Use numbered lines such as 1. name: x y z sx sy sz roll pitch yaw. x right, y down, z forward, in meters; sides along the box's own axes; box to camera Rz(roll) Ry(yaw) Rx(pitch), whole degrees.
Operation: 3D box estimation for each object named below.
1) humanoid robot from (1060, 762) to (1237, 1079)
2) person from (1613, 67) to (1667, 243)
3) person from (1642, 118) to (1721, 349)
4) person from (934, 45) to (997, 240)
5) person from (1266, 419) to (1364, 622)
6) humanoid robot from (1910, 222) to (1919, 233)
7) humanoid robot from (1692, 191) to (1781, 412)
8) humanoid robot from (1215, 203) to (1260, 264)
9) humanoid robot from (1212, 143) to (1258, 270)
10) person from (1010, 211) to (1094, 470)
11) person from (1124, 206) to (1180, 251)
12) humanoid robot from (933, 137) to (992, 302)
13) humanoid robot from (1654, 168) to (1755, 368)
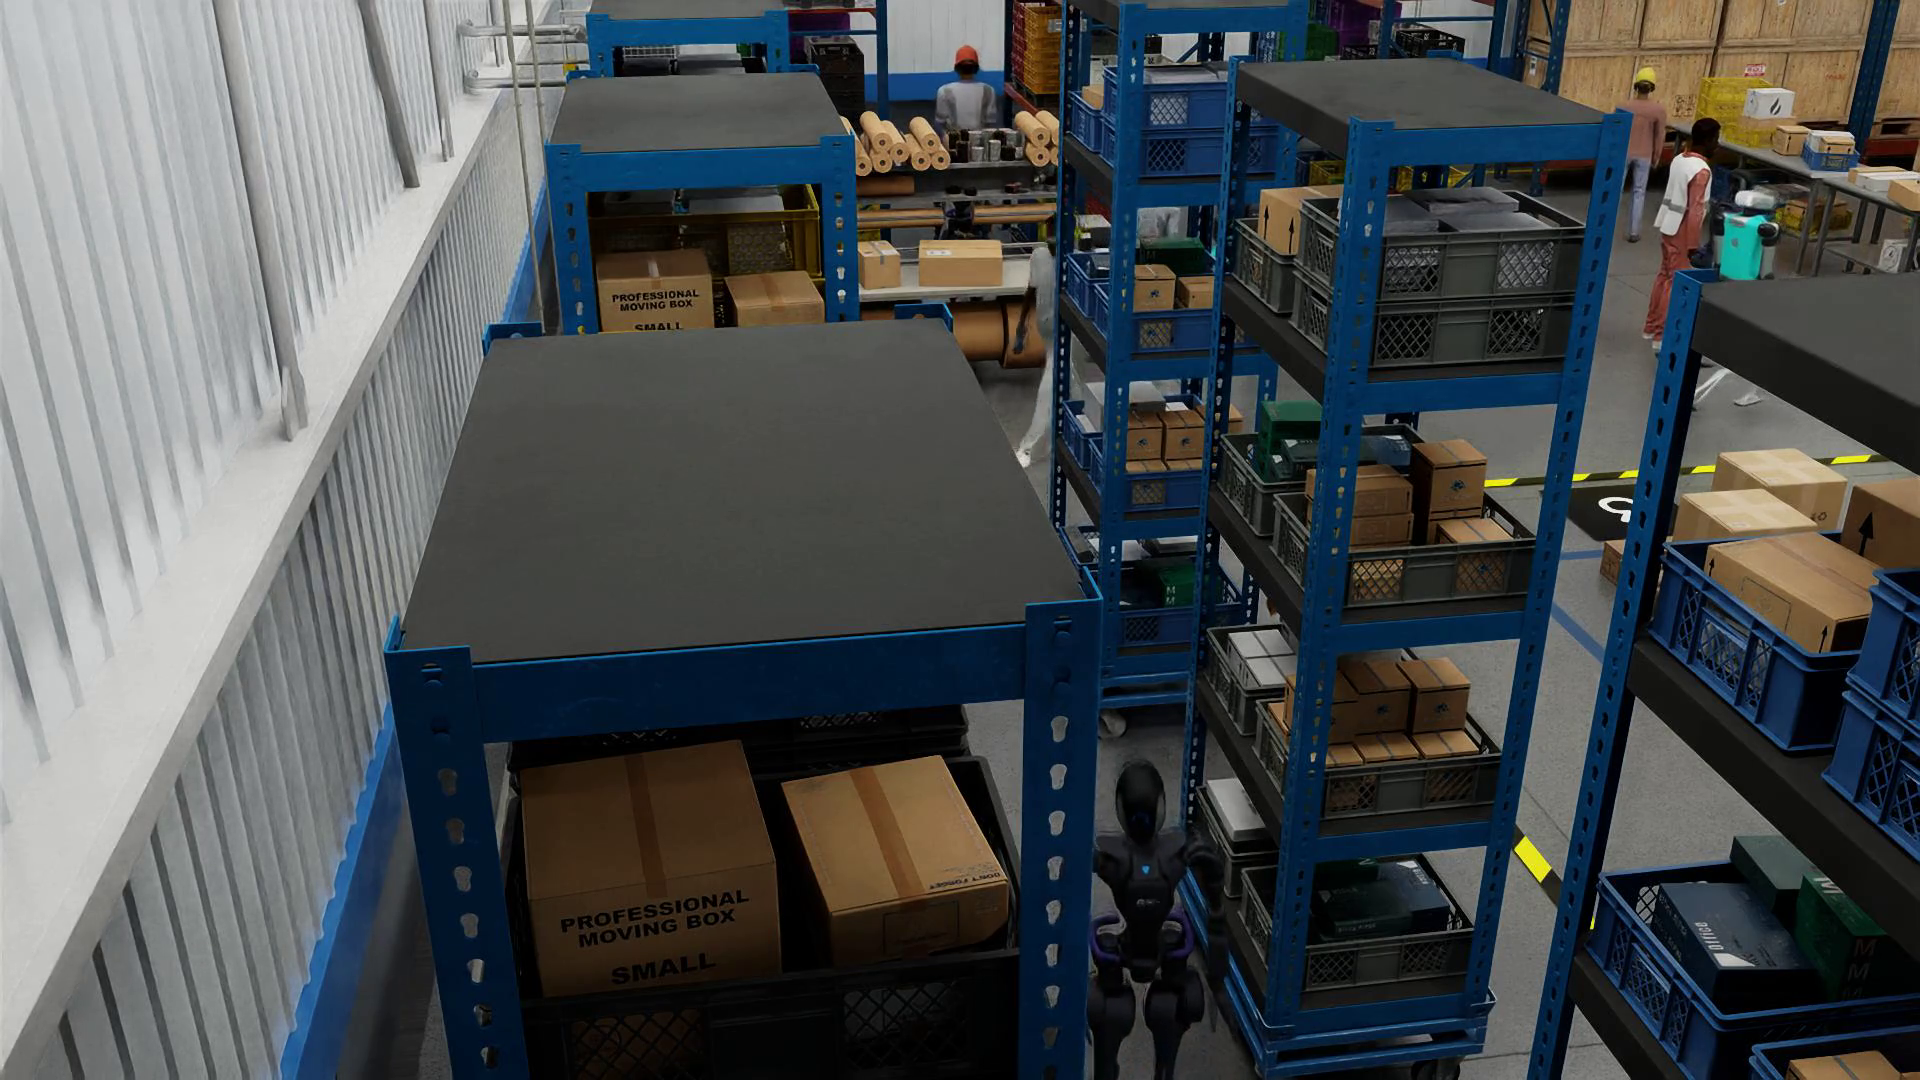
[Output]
1. humanoid robot: 0.612 1.436 5.491 0.597 1.650 0.425 -1 25 -2
2. person: 6.917 -3.946 17.086 0.532 1.765 0.329 9 26 19
3. person: 6.014 -2.557 13.898 0.390 1.910 0.592 2 25 4
4. person: 0.032 -3.987 16.893 0.605 1.994 0.969 -6 25 -13
5. person: 1.738 0.201 7.967 0.587 1.853 0.374 -4 25 -9
6. humanoid robot: 9.213 -3.170 15.410 0.532 1.723 0.928 -4 25 -8
7. humanoid robot: 5.831 -1.719 12.285 1.047 1.738 0.559 -11 27 -22
8. humanoid robot: 2.333 -2.241 13.478 0.585 1.652 0.326 -5 25 -10
9. humanoid robot: 2.232 -2.551 14.114 0.682 1.813 0.552 -15 29 -29
10. person: 0.671 -1.430 11.573 1.028 1.801 0.534 -22 32 -39
11. person: 1.528 -2.262 13.516 0.477 1.685 0.879 5 25 10
12. humanoid robot: 0.030 -2.650 14.367 0.609 1.653 0.308 13 28 27
13. humanoid robot: 5.978 -2.166 13.328 0.614 1.647 0.462 -22 32 -39
